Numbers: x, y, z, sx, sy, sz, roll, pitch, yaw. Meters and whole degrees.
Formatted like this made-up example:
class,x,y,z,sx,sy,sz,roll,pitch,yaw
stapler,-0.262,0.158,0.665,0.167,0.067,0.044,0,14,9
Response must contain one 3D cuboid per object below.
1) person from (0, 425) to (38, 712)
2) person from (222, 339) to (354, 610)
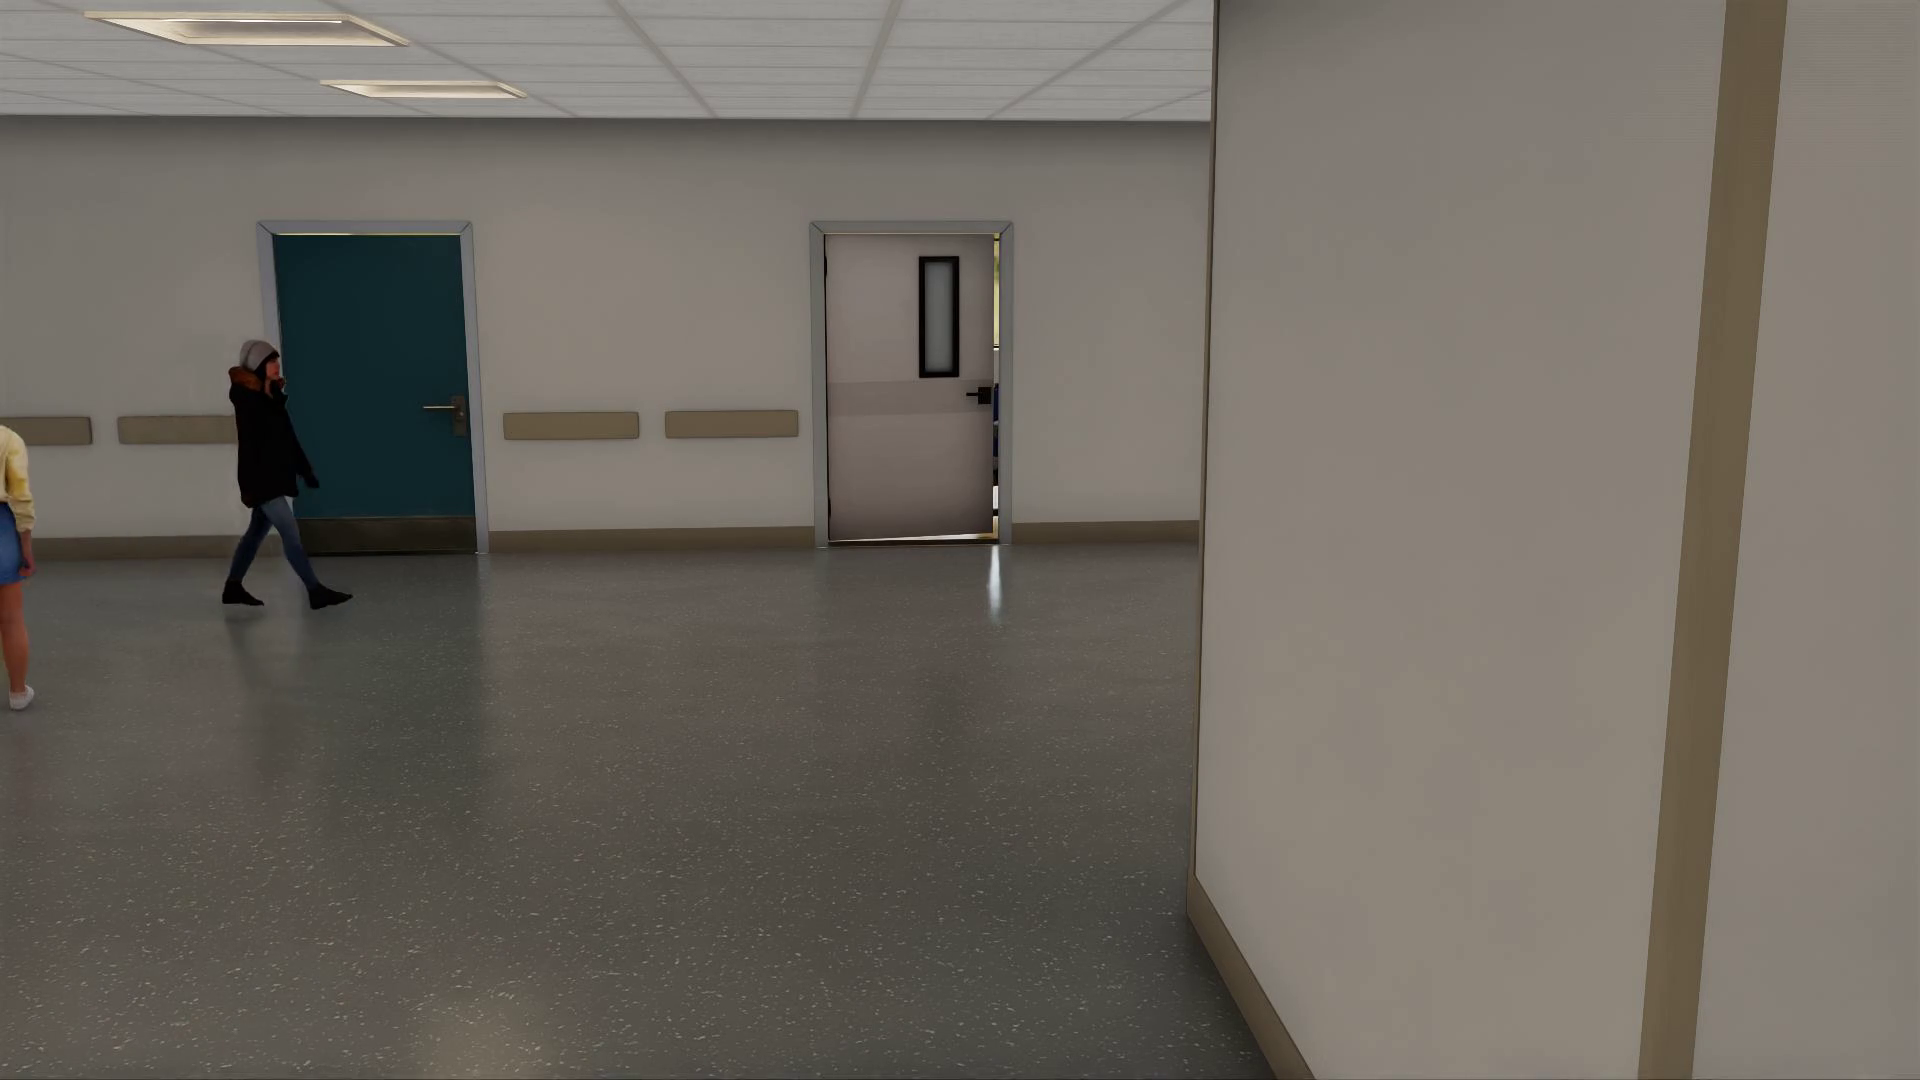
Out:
class,x,y,z,sx,sy,sz,roll,pitch,yaw
person,-4.517,0.051,7.633,0.974,1.613,0.919,-5,12,-24
person,-4.150,-0.349,9.799,1.003,1.592,0.597,-1,11,-4
